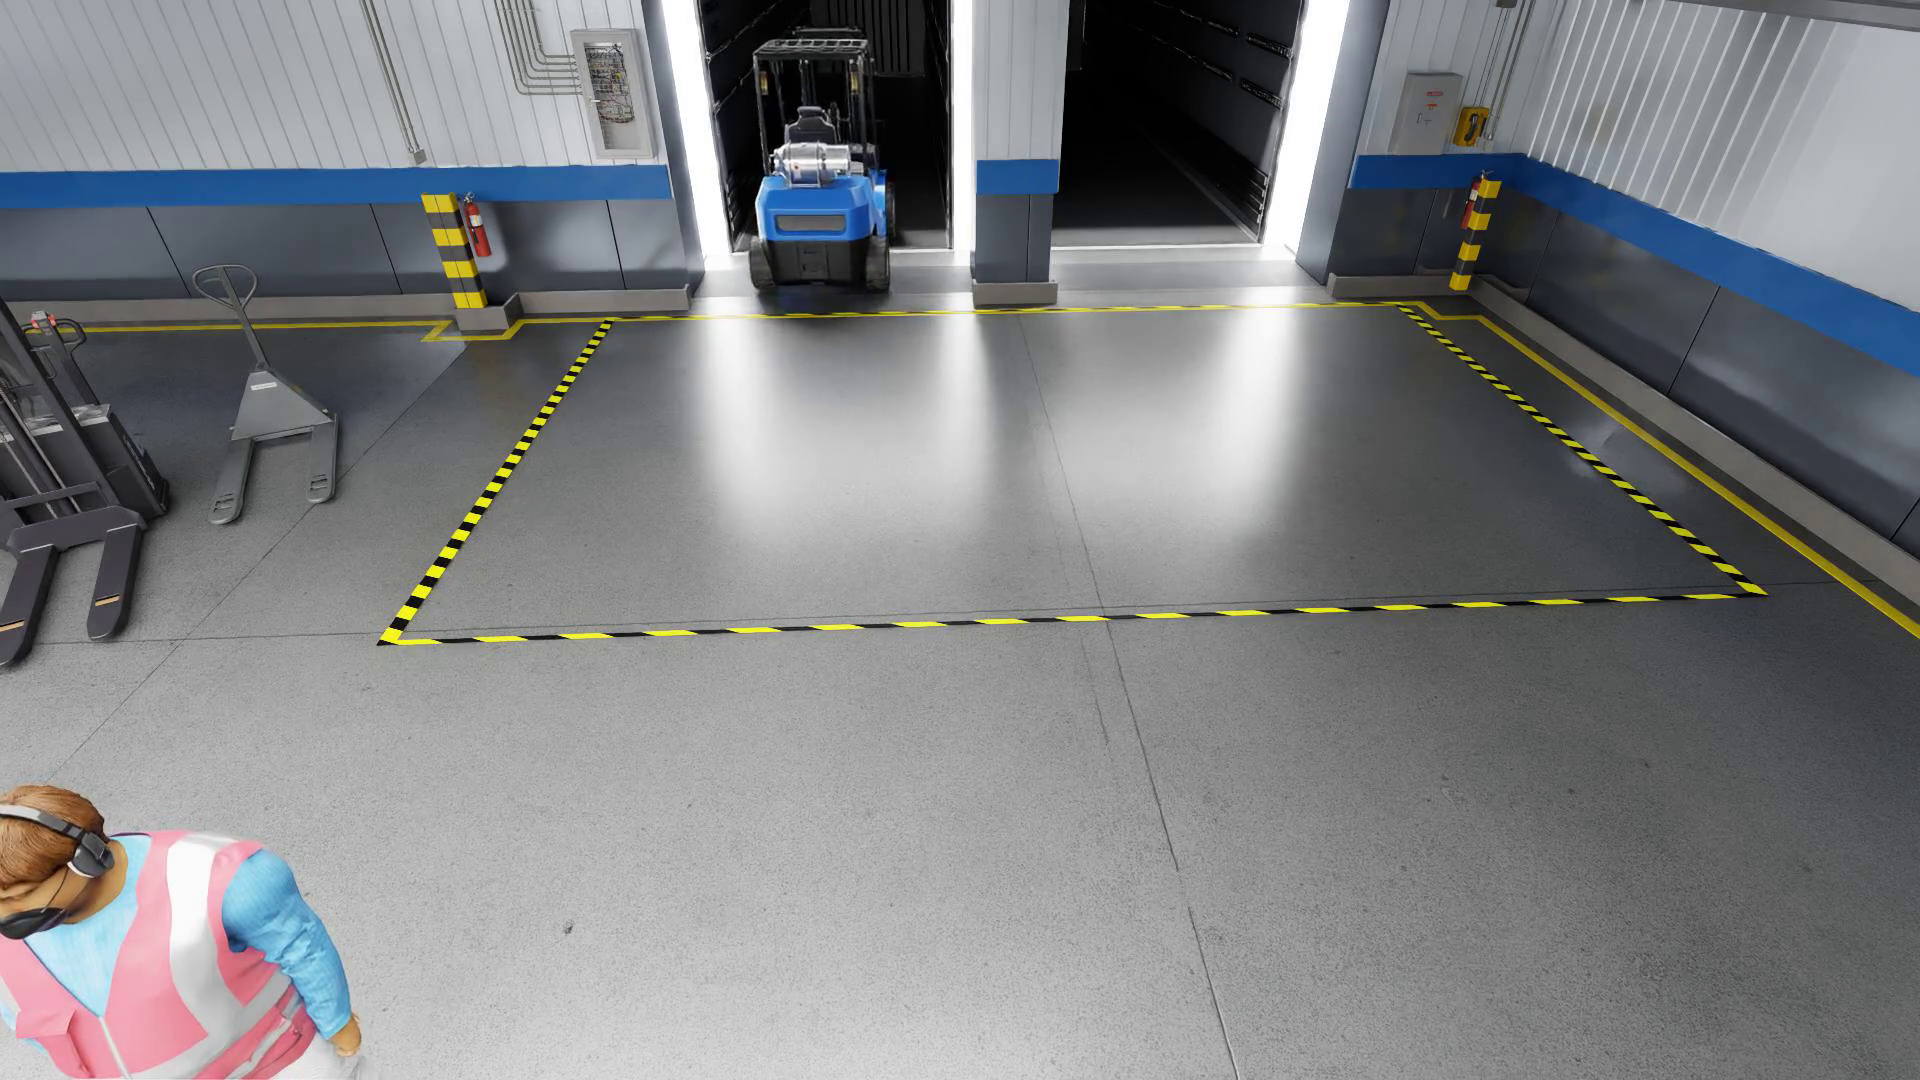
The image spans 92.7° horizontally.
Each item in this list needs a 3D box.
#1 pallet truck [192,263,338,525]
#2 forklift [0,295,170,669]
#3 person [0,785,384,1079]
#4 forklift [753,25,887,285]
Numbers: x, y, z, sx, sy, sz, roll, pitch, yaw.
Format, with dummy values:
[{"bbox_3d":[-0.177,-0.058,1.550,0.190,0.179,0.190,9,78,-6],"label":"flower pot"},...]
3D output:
[{"bbox_3d":[-4.778,-1.027,6.128,0.680,1.201,1.601,-17,38,-23],"label":"pallet truck"},{"bbox_3d":[-5.212,-0.618,4.878,0.823,1.965,1.885,-20,39,-26],"label":"forklift"},{"bbox_3d":[-1.865,1.269,2.302,0.632,1.841,0.429,-8,36,-12],"label":"person"},{"bbox_3d":[-1.407,-4.037,9.460,1.157,2.036,2.680,0,35,0],"label":"forklift"}]
